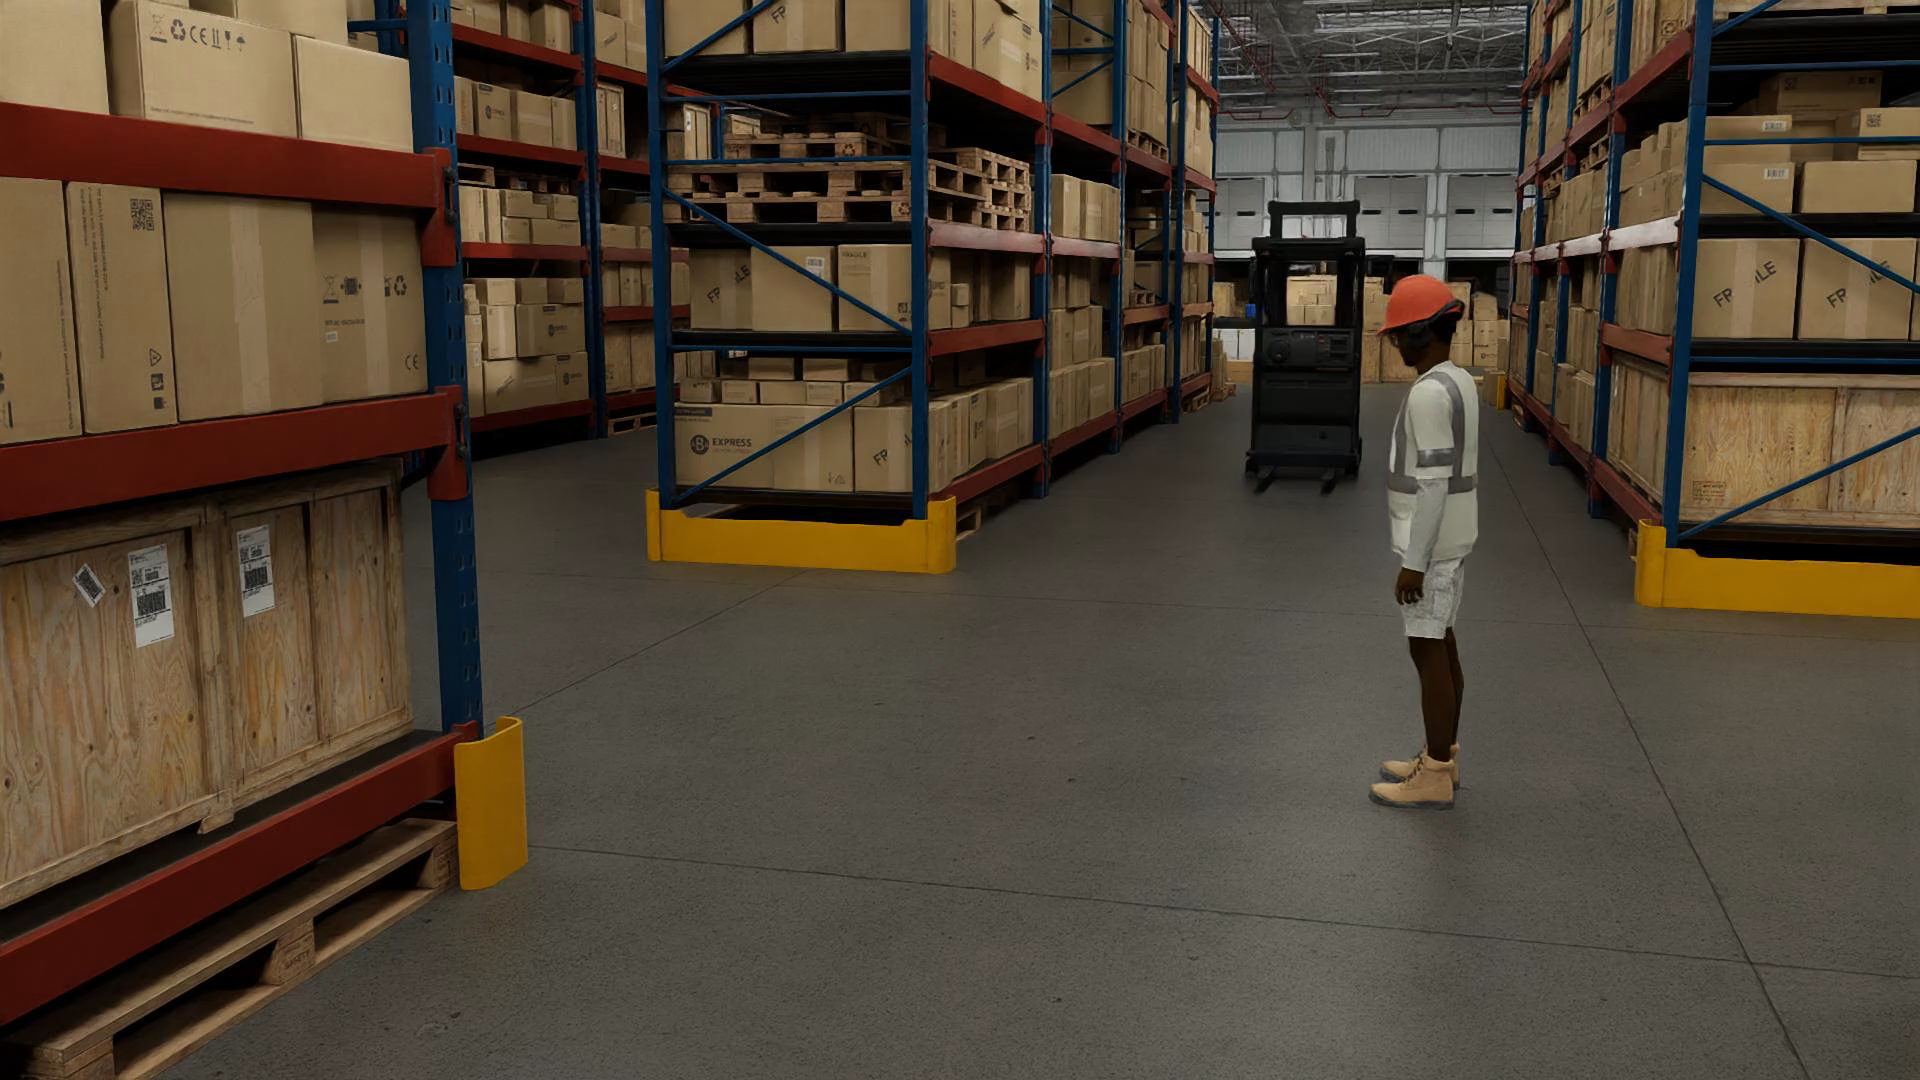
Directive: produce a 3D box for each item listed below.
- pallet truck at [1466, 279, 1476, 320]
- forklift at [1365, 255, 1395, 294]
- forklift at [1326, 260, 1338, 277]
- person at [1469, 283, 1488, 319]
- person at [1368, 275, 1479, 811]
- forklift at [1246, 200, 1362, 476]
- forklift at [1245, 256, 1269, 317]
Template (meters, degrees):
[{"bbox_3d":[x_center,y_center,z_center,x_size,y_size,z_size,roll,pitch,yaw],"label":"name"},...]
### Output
[{"bbox_3d":[18.896,-8.459,60.307,1.885,1.965,0.823,5,10,31],"label":"pallet truck"},{"bbox_3d":[14.311,-8.354,56.850,1.129,2.768,1.873,-2,9,-11],"label":"forklift"},{"bbox_3d":[8.059,-5.052,35.868,1.873,2.768,1.129,2,9,14],"label":"forklift"},{"bbox_3d":[14.866,-6.403,47.571,0.637,1.910,0.875,-2,9,-13],"label":"person"},{"bbox_3d":[1.762,0.015,6.367,0.407,2.031,0.610,4,10,26],"label":"person"},{"bbox_3d":[3.690,-2.163,17.517,1.129,2.768,1.873,2,9,15],"label":"forklift"},{"bbox_3d":[10.975,-8.911,60.386,1.129,2.768,1.873,2,9,15],"label":"forklift"}]
